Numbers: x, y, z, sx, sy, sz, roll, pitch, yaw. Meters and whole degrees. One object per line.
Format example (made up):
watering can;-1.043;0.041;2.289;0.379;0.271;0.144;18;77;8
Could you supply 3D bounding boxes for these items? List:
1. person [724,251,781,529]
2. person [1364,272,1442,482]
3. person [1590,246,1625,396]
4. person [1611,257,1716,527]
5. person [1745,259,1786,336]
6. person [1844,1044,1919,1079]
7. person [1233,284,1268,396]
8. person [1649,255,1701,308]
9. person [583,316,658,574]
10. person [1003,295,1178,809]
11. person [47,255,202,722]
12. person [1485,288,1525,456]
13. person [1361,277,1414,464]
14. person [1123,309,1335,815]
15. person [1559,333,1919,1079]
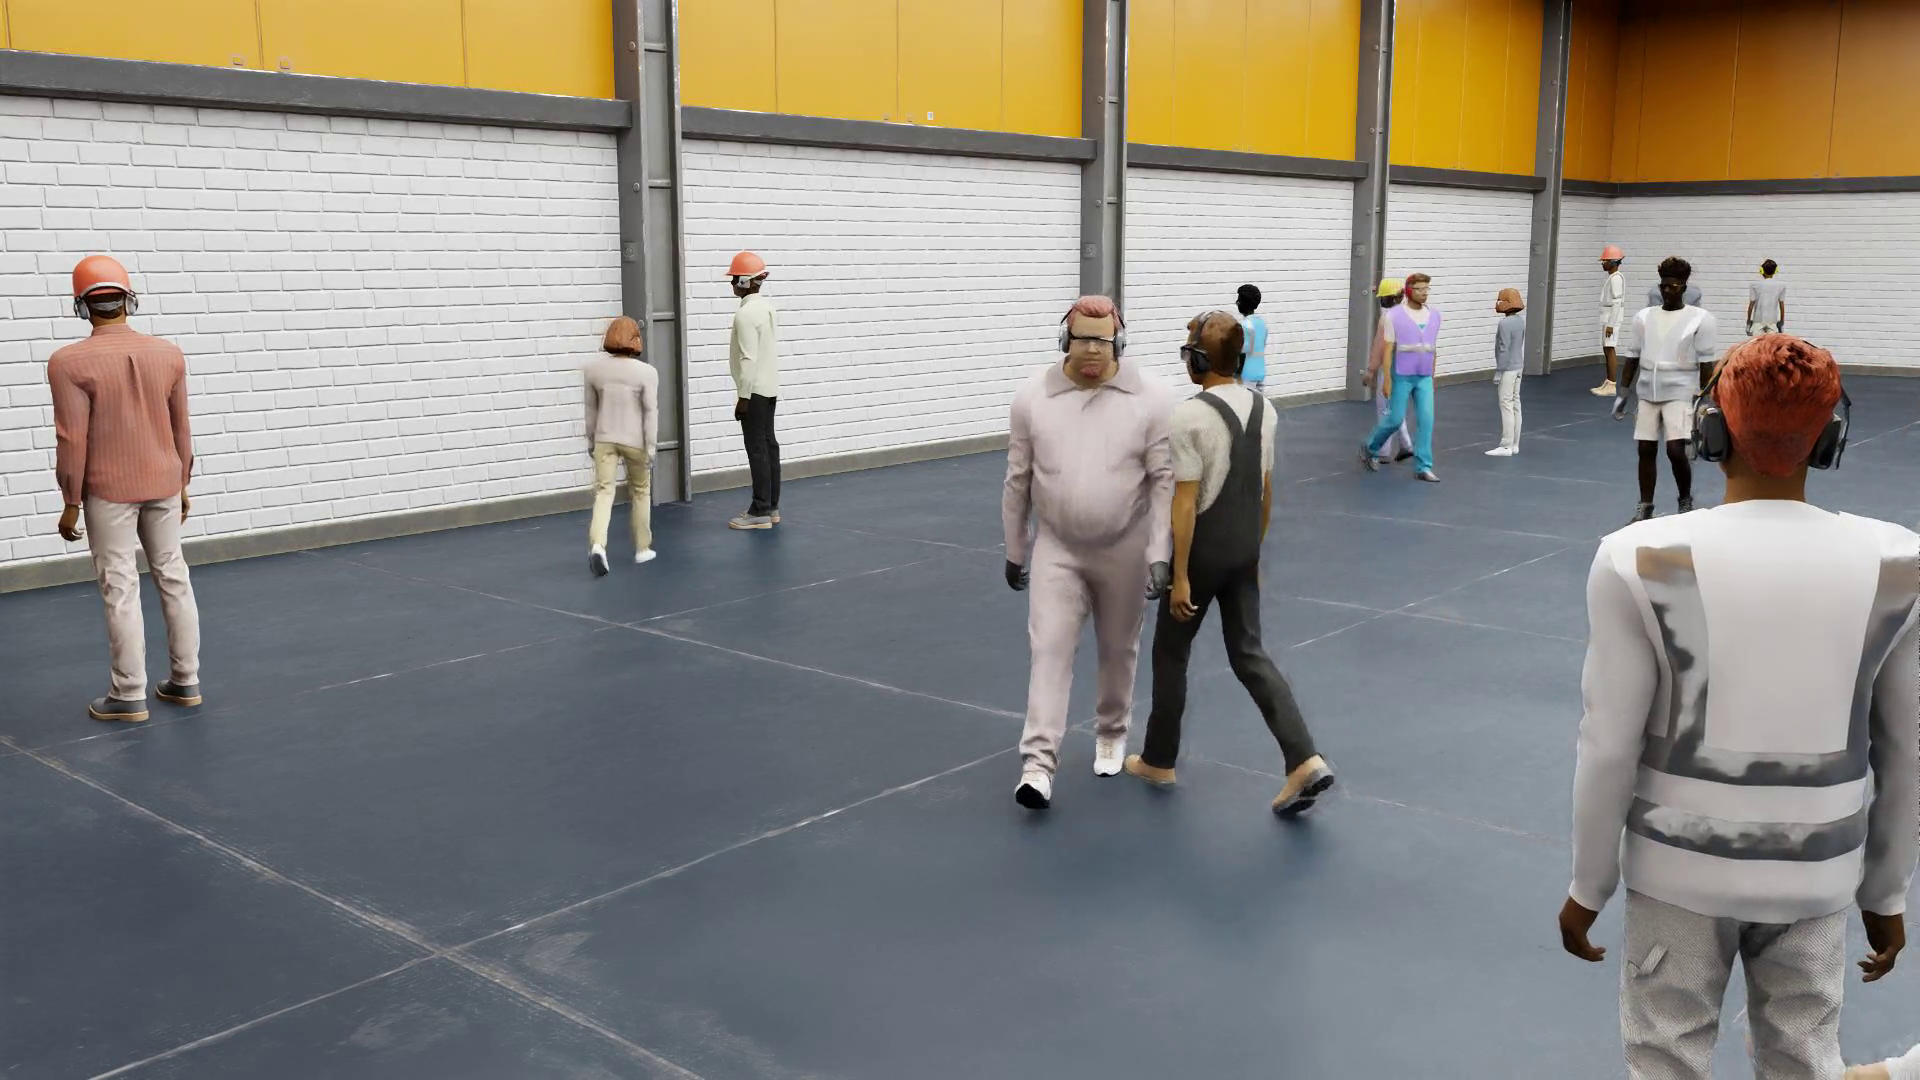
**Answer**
person;-1.500;-1.077;12.040;0.386;1.996;0.610;2;10;11
person;3.917;-1.438;14.628;0.574;1.822;0.811;-4;11;-20
person;8.898;-2.996;22.833;0.375;2.042;0.615;3;10;17
person;4.990;-1.022;11.823;0.451;1.960;0.625;-8;13;-38
person;11.702;-3.136;24.154;0.509;1.864;0.331;2;10;13
person;2.054;0.571;3.142;0.632;1.825;0.541;-10;14;-44
person;2.608;-1.470;15.129;0.315;1.695;0.541;6;12;32
person;8.193;-2.299;19.186;0.670;1.930;0.386;-2;10;-10
person;-2.140;-0.601;10.439;0.501;1.604;0.777;1;10;5
person;0.464;0.045;6.062;0.671;1.843;1.017;2;10;10
person;-3.591;-0.216;7.154;0.392;1.991;0.613;6;12;31
person;5.349;-1.638;16.262;0.283;1.634;0.498;8;13;38
person;4.015;-1.576;15.582;0.382;1.751;0.545;8;13;39
person;0.982;0.081;5.998;0.520;1.817;0.889;-7;12;-34
person;1.343;0.589;2.874;0.583;1.882;0.338;1;10;5
